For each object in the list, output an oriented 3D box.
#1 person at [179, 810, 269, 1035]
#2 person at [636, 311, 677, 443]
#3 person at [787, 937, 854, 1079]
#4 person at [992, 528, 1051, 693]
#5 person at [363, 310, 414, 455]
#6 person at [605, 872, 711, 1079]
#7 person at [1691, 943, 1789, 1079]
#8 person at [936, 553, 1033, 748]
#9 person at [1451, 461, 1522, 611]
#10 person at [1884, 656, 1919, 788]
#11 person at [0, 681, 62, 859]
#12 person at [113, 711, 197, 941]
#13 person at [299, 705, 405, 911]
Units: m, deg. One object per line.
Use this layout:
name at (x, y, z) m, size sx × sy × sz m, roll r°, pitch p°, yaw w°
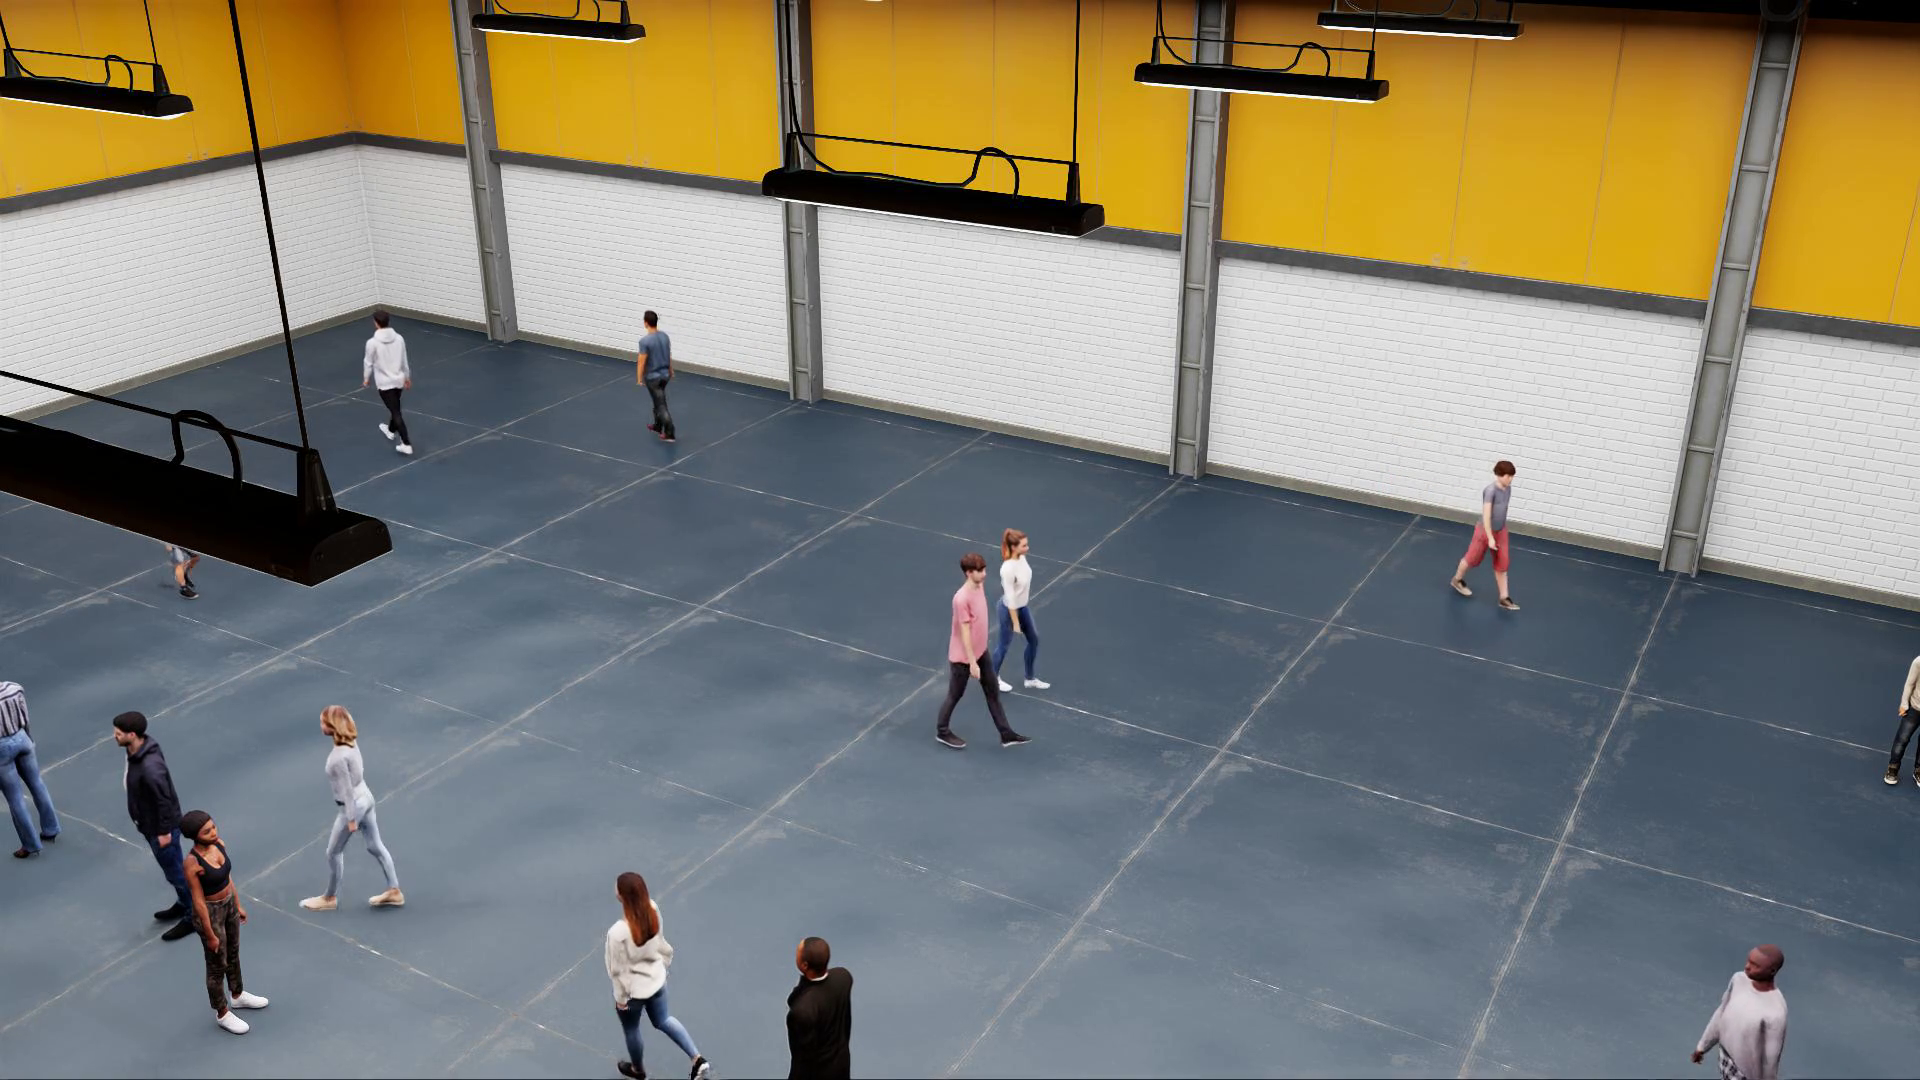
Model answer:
person at (-5.144, 2.604, 11.513) m, size 0.646 × 1.701 × 0.645 m, roll 3°, pitch 24°, yaw 8°
person at (-3.998, -2.177, 22.337) m, size 0.899 × 1.791 × 0.742 m, roll 17°, pitch 29°, yaw 34°
person at (-0.830, 3.172, 9.960) m, size 0.588 × 1.904 × 0.681 m, roll 13°, pitch 27°, yaw 27°
person at (0.429, 0.680, 15.920) m, size 0.840 × 1.697 × 0.673 m, roll 10°, pitch 26°, yaw 22°
person at (-7.456, -2.042, 21.928) m, size 1.240 × 1.872 × 0.864 m, roll 19°, pitch 30°, yaw 37°
person at (-2.014, 2.917, 10.831) m, size 0.985 × 1.674 × 0.658 m, roll 13°, pitch 27°, yaw 28°
person at (4.853, 3.194, 10.115) m, size 1.173 × 1.740 × 1.021 m, roll -2°, pitch 24°, yaw -5°
person at (-0.009, 1.007, 14.895) m, size 1.133 × 1.917 × 0.717 m, roll 10°, pitch 26°, yaw 22°
person at (5.608, -0.095, 17.795) m, size 0.981 × 1.613 × 1.189 m, roll -12°, pitch 26°, yaw -26°
person at (8.391, 1.447, 14.454) m, size 0.514 × 1.465 × 0.649 m, roll 7°, pitch 25°, yaw 15°
person at (-7.635, 1.734, 13.386) m, size 0.594 × 1.794 × 0.652 m, roll 8°, pitch 25°, yaw 18°
person at (-5.969, 2.100, 12.428) m, size 0.818 × 1.892 × 0.673 m, roll -15°, pitch 28°, yaw -31°
person at (-4.528, 2.057, 12.677) m, size 1.085 × 1.771 × 0.949 m, roll -2°, pitch 24°, yaw -5°
